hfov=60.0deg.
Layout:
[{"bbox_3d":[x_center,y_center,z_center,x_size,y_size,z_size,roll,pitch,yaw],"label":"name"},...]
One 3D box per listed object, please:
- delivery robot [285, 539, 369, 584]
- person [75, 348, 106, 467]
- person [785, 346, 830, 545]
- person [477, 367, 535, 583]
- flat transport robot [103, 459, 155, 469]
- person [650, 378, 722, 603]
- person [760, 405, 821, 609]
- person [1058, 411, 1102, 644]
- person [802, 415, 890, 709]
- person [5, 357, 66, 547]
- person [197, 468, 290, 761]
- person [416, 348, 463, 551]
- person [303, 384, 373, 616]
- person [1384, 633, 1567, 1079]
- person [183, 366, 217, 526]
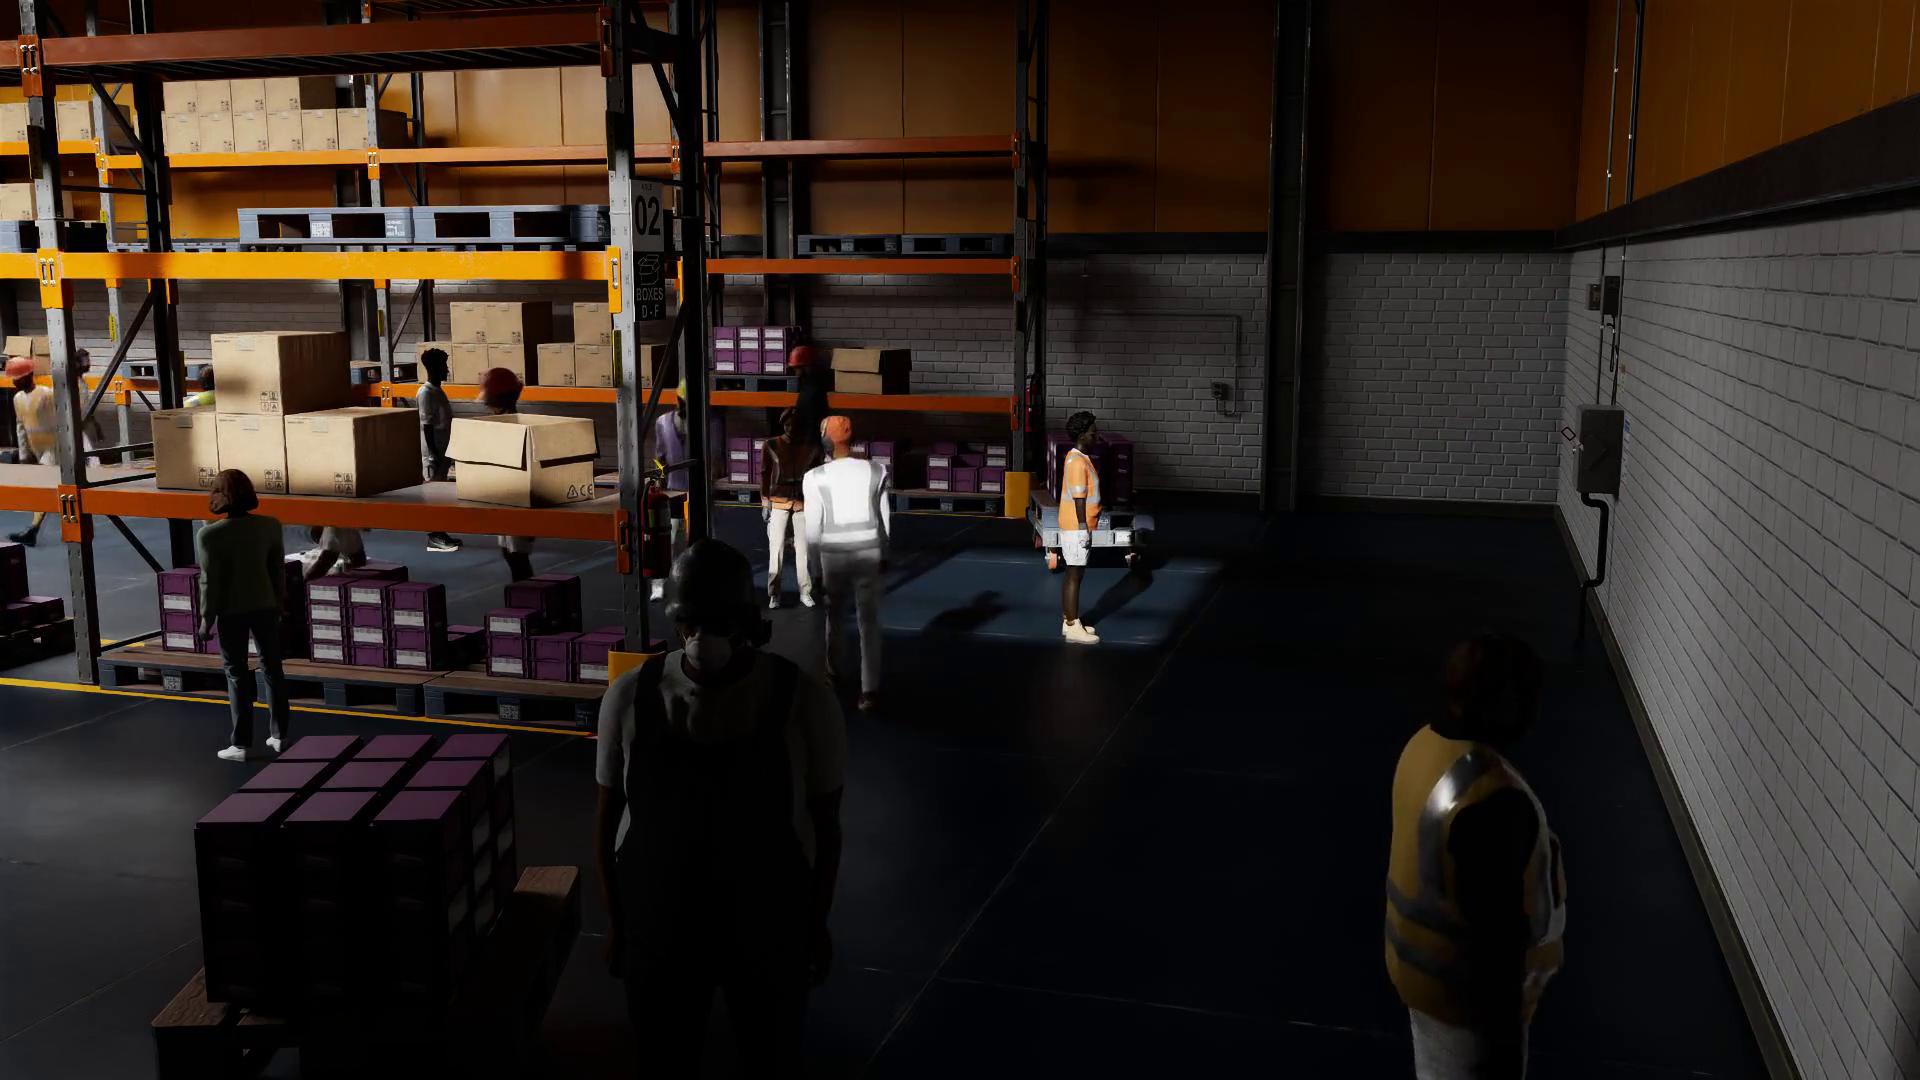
[{"bbox_3d":[-5.094,0.231,13.387,0.707,0.478,0.477,5,11,29],"label":"delivery robot"},{"bbox_3d":[-9.896,-1.253,18.868,1.026,1.813,0.555,-2,9,-11],"label":"person"},{"bbox_3d":[-1.483,-0.898,16.232,0.445,1.974,0.648,-2,10,-12],"label":"person"},{"bbox_3d":[-3.282,-0.254,12.189,0.420,2.035,0.643,-7,11,-35],"label":"person"},{"bbox_3d":[-10.508,-0.858,21.175,0.652,0.197,1.431,1,9,5],"label":"flat transport robot"},{"bbox_3d":[-2.250,-0.444,13.847,0.595,1.858,0.829,1,9,9],"label":"person"},{"bbox_3d":[-1.354,-0.264,13.393,0.514,1.640,0.310,-3,10,-16],"label":"person"},{"bbox_3d":[0.879,-0.097,12.199,0.319,1.697,0.532,0,9,1],"label":"person"},{"bbox_3d":[-0.701,0.127,10.466,0.582,1.828,1.043,-2,10,-14],"label":"person"},{"bbox_3d":[-9.067,-0.860,16.351,0.615,1.858,0.972,5,10,27],"label":"person"},{"bbox_3d":[-3.991,0.414,9.270,0.281,1.635,0.498,7,12,37],"label":"person"},{"bbox_3d":[-5.068,-0.877,16.135,0.368,1.966,0.603,-1,9,-8],"label":"person"},{"bbox_3d":[-4.605,-0.219,12.406,1.034,1.879,0.570,0,9,0],"label":"person"},{"bbox_3d":[1.303,1.142,4.246,0.428,1.837,0.643,0,9,1],"label":"person"},{"bbox_3d":[-6.944,-0.710,15.555,0.639,1.826,0.432,-7,12,-36],"label":"person"}]
